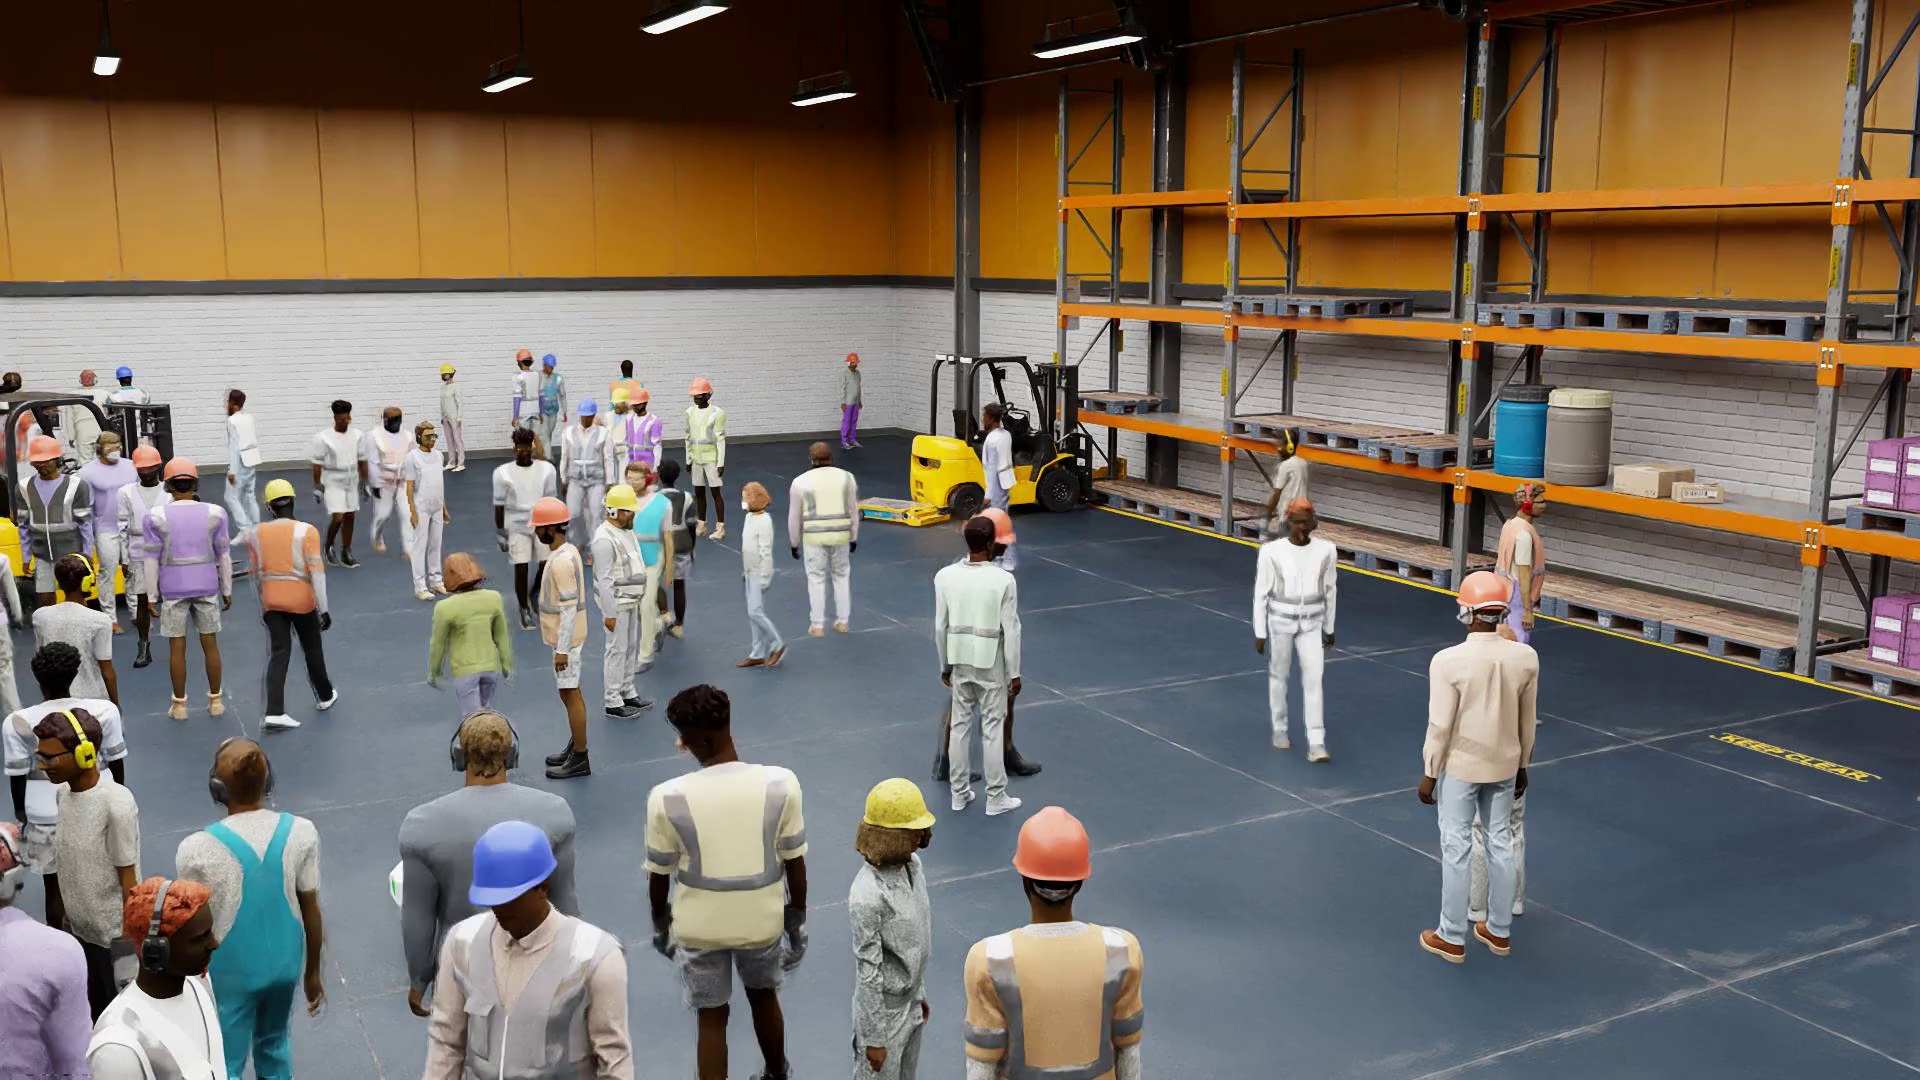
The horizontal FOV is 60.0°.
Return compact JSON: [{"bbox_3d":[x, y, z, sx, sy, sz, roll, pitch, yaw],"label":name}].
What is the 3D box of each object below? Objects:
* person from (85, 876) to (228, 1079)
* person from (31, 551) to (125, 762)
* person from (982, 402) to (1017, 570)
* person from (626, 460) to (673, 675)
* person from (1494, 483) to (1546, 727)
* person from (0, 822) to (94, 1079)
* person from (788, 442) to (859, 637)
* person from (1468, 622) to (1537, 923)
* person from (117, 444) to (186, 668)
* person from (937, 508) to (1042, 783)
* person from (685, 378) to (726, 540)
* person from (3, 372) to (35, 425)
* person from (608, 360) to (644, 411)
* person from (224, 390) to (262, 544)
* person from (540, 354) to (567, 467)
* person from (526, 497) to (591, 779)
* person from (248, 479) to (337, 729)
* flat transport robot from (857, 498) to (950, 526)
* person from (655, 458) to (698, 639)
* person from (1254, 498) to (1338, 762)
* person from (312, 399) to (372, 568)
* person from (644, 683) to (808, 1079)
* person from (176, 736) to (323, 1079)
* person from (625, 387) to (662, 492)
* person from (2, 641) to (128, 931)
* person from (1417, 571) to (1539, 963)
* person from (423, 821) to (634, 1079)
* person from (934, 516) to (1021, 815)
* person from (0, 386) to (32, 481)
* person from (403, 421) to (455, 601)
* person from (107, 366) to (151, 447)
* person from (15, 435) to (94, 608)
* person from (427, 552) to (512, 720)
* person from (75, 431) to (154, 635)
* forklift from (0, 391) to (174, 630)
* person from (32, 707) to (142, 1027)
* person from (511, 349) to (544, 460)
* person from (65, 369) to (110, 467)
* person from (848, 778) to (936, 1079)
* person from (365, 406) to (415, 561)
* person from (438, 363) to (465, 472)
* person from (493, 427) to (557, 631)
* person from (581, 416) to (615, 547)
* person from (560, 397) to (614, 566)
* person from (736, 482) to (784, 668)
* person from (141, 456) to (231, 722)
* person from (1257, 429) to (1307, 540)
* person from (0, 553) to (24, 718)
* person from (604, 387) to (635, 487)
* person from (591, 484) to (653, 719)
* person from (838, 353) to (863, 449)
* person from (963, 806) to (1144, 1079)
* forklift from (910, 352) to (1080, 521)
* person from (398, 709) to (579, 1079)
[{"bbox_3d":[-2.197,1.852,4.675,0.358,1.880,0.576,0,10,-2],"label":"person"},{"bbox_3d":[-5.103,0.994,9.667,0.511,1.862,0.325,1,10,9],"label":"person"},{"bbox_3d":[0.422,-0.572,18.526,0.387,1.919,0.592,3,10,17],"label":"person"},{"bbox_3d":[-2.692,0.199,14.296,0.587,1.830,0.633,4,10,20],"label":"person"},{"bbox_3d":[4.246,0.478,12.667,0.389,1.847,0.563,1,10,7],"label":"person"},{"bbox_3d":[-2.965,1.771,5.167,0.632,1.860,0.908,-3,10,-17],"label":"person"},{"bbox_3d":[-1.271,0.007,15.464,0.658,1.826,0.460,-3,10,-18],"label":"person"},{"bbox_3d":[2.860,1.239,8.914,0.510,1.629,0.316,-5,11,-27],"label":"person"},{"bbox_3d":[-6.969,0.134,14.384,0.542,1.939,0.362,-4,10,-20],"label":"person"},{"bbox_3d":[0.216,0.720,11.149,0.818,1.887,0.564,2,10,14],"label":"person"},{"bbox_3d":[-3.183,-1.003,20.675,0.604,2.034,0.418,6,11,30],"label":"person"},{"bbox_3d":[-13.694,-1.522,24.201,0.430,1.843,0.625,-7,12,-34],"label":"person"},{"bbox_3d":[-5.157,-1.838,25.828,0.600,1.907,0.401,3,10,16],"label":"person"},{"bbox_3d":[-8.826,-0.888,20.458,0.408,1.884,0.684,1,10,3],"label":"person"},{"bbox_3d":[-6.842,-2.142,27.634,0.622,1.877,1.023,-6,12,-32],"label":"person"},{"bbox_3d":[-2.735,0.663,11.351,0.376,1.933,0.551,-2,10,-12],"label":"person"},{"bbox_3d":[-5.094,0.477,12.661,0.651,1.861,0.995,1,10,5],"label":"person"},{"bbox_3d":[-0.896,-0.390,22.198,1.431,0.197,0.652,7,12,36],"label":"flat transport robot"},{"bbox_3d":[-2.679,0.090,15.361,0.548,1.682,0.361,-4,11,-24],"label":"person"},{"bbox_3d":[2.383,0.643,11.729,0.607,1.841,0.931,0,10,0],"label":"person"},{"bbox_3d":[-6.956,-0.629,18.756,0.454,1.937,0.623,7,12,35],"label":"person"},{"bbox_3d":[-0.928,1.483,6.656,0.651,1.922,0.708,-2,10,-13],"label":"person"},{"bbox_3d":[-2.590,1.624,6.138,0.746,1.816,0.529,9,13,43],"label":"person"},{"bbox_3d":[-3.929,-0.930,20.550,0.545,1.928,0.388,6,11,30],"label":"person"},{"bbox_3d":[-4.366,1.334,8.171,0.534,1.697,0.322,-6,11,-30],"label":"person"},{"bbox_3d":[2.609,1.141,8.423,0.625,1.992,0.389,-3,10,-16],"label":"person"},{"bbox_3d":[-1.287,1.768,4.996,0.614,1.932,0.475,3,10,19],"label":"person"},{"bbox_3d":[0.116,0.800,10.607,0.587,1.920,0.391,5,11,28],"label":"person"},{"bbox_3d":[-12.010,-0.998,20.992,0.627,1.900,1.022,2,10,12],"label":"person"},{"bbox_3d":[-5.492,-0.307,17.193,0.345,1.846,0.507,5,11,26],"label":"person"},{"bbox_3d":[-11.936,-1.531,23.955,0.391,1.944,0.603,9,13,42],"label":"person"},{"bbox_3d":[-7.748,0.113,14.255,0.603,2.034,0.416,-1,10,-7],"label":"person"},{"bbox_3d":[-3.268,0.874,11.049,0.560,1.611,0.504,8,13,38],"label":"person"},{"bbox_3d":[-7.928,-0.071,15.612,0.380,1.928,0.636,7,12,36],"label":"person"},{"bbox_3d":[-9.026,-0.363,16.508,1.214,2.155,2.313,6,11,29],"label":"forklift"},{"bbox_3d":[-3.349,1.554,6.466,0.522,1.856,0.342,7,12,34],"label":"person"},{"bbox_3d":[-6.892,-2.014,26.455,0.381,2.040,0.616,7,12,34],"label":"person"},{"bbox_3d":[-12.446,-1.499,23.876,0.655,1.906,0.407,-4,11,-22],"label":"person"},{"bbox_3d":[-0.226,1.693,5.971,0.295,1.744,0.489,3,10,18],"label":"person"},{"bbox_3d":[-6.635,-0.674,19.409,0.613,1.812,0.784,-8,13,-39],"label":"person"},{"bbox_3d":[-8.318,-1.995,27.137,0.535,1.767,0.316,8,13,39],"label":"person"},{"bbox_3d":[-4.119,-0.119,15.805,0.616,1.946,0.476,-5,11,-28],"label":"person"},{"bbox_3d":[-4.359,-0.677,19.967,0.460,1.615,0.579,10,14,44],"label":"person"},{"bbox_3d":[-4.264,-0.667,19.005,0.632,1.931,0.471,-1,10,-5],"label":"person"},{"bbox_3d":[-1.743,0.311,14.280,0.360,1.629,0.503,-5,11,-25],"label":"person"},{"bbox_3d":[-5.907,0.375,12.743,0.611,2.032,0.410,-7,12,-33],"label":"person"},{"bbox_3d":[3.262,-0.198,16.593,0.409,1.842,0.538,6,11,30],"label":"person"},{"bbox_3d":[-7.279,0.642,12.366,0.507,1.621,0.600,8,13,40],"label":"person"},{"bbox_3d":[-4.428,-1.117,21.939,0.604,1.809,0.615,5,11,25],"label":"person"},{"bbox_3d":[-2.607,0.470,12.801,0.403,1.820,0.602,1,10,7],"label":"person"},{"bbox_3d":[-1.965,-2.540,30.319,0.346,1.746,0.573,7,12,35],"label":"person"},{"bbox_3d":[0.273,1.756,5.048,0.547,1.938,0.377,-2,10,-9],"label":"person"},{"bbox_3d":[0.460,-1.461,22.833,2.313,2.155,1.214,-5,11,-28],"label":"forklift"},{"bbox_3d":[-1.721,1.572,6.145,0.636,1.930,0.372,-5,11,-26],"label":"person"}]
